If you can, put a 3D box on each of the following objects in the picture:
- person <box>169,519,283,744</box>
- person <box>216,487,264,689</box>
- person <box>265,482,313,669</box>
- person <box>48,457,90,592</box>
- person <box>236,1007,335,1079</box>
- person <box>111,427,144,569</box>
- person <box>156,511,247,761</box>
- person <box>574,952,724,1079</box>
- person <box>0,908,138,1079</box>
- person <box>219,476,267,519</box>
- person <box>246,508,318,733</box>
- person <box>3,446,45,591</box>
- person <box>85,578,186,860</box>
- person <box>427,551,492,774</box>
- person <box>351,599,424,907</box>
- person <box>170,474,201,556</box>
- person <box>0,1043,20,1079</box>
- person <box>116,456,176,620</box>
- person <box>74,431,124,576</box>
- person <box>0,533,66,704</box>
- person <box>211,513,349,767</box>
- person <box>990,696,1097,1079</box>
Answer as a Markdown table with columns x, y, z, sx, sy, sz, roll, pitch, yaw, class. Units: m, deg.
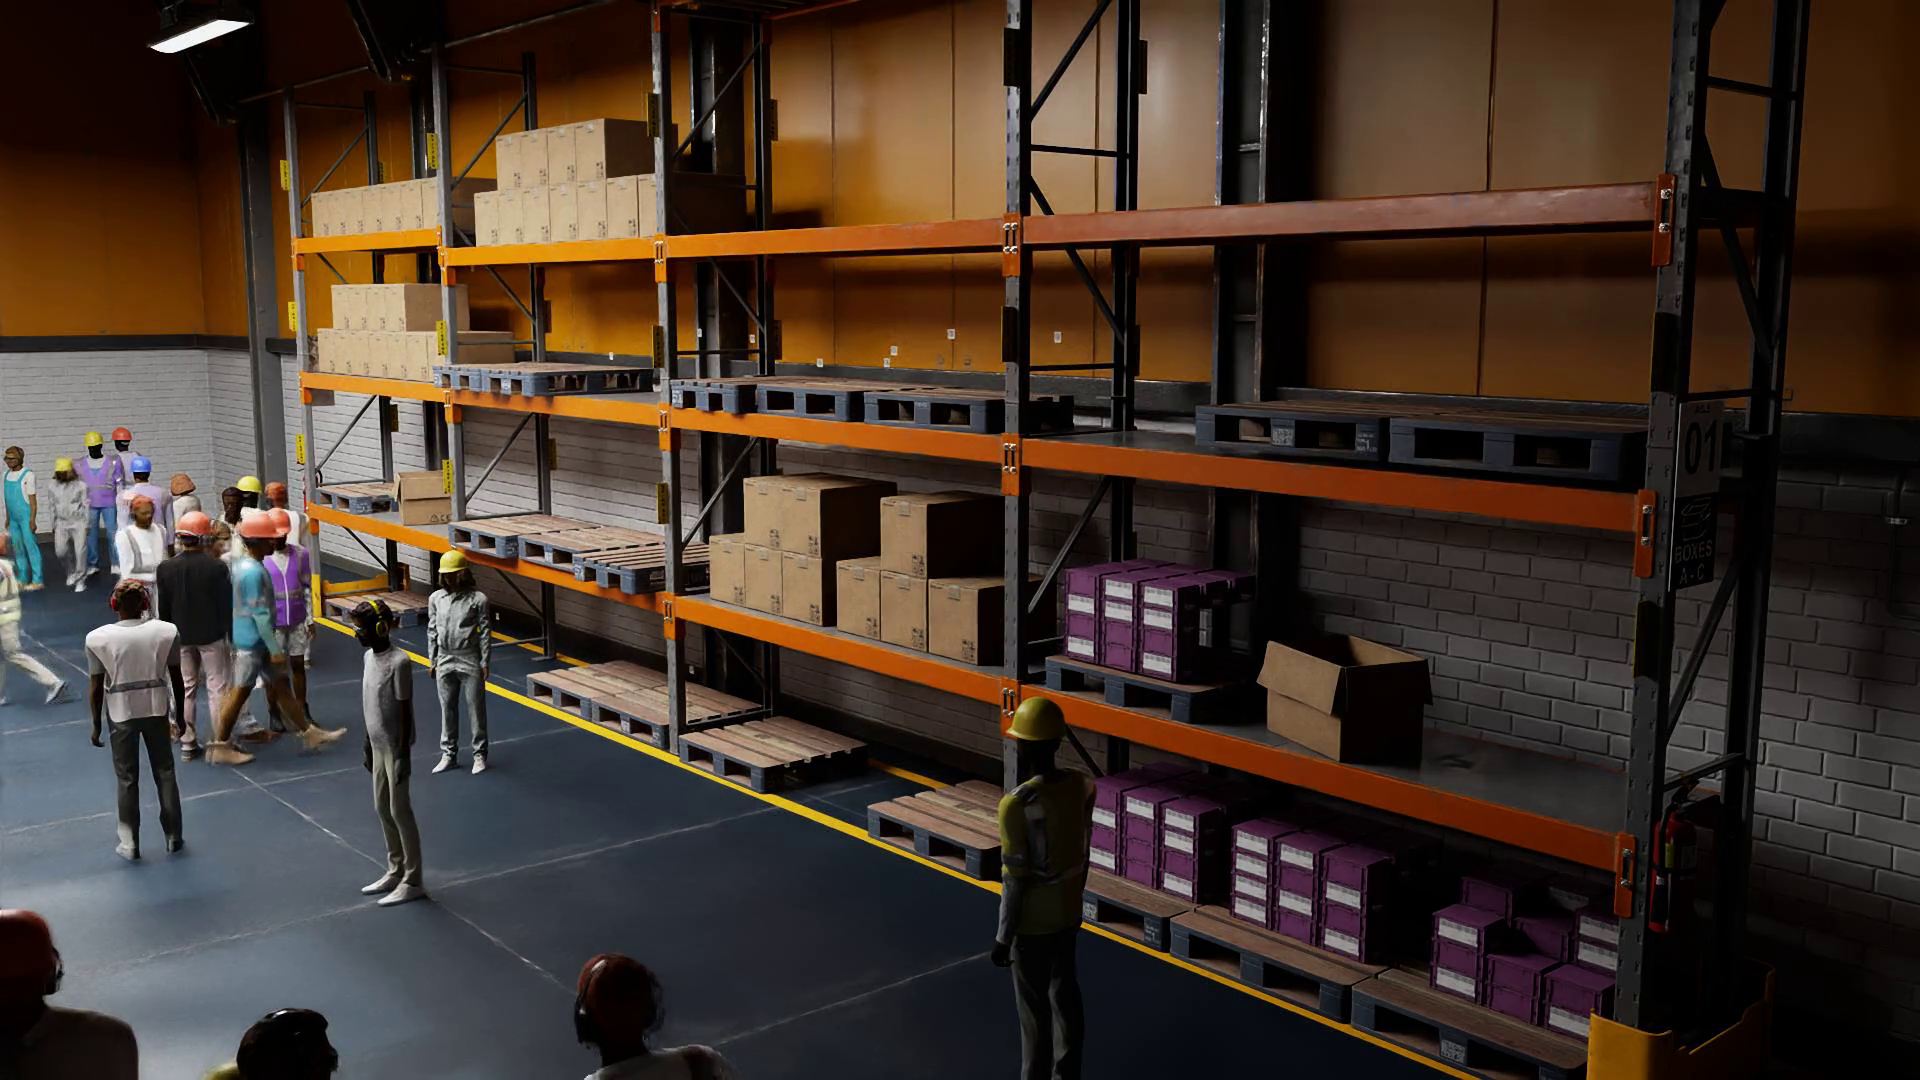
| x | y | z | sx | sy | sz | roll | pitch | yaw | class |
| --- | --- | --- | --- | --- | --- | --- | --- | --- | --- |
| -6.187 | 0.756 | 13.670 | 1.043 | 1.885 | 0.631 | -1 | 8 | -5 | person |
| -6.785 | 0.451 | 15.624 | 0.593 | 1.922 | 0.391 | -2 | 8 | -13 | person |
| -6.679 | 0.361 | 16.422 | 0.585 | 1.875 | 0.383 | -8 | 11 | -42 | person |
| -11.135 | -0.199 | 20.838 | 0.495 | 1.722 | 0.473 | -1 | 8 | -10 | person |
| -1.715 | 2.112 | 4.345 | 0.508 | 1.846 | 0.345 | 4 | 9 | 28 | person |
| -11.340 | -0.564 | 22.625 | 0.357 | 1.938 | 0.542 | 4 | 9 | 23 | person |
| -6.013 | 0.766 | 13.175 | 0.611 | 1.996 | 0.378 | 0 | 8 | 3 | person |
| -0.877 | 2.066 | 4.617 | 0.565 | 1.859 | 0.770 | -5 | 10 | -33 | person |
| -2.626 | 1.990 | 4.715 | 0.620 | 1.985 | 0.408 | -3 | 9 | -22 | person |
| -7.052 | 0.322 | 16.573 | 0.610 | 1.905 | 0.441 | 1 | 8 | 8 | person |
| -5.727 | 0.679 | 14.053 | 0.550 | 1.923 | 0.391 | -7 | 11 | -42 | person |
| -11.816 | -0.268 | 20.937 | 0.501 | 1.839 | 0.341 | 4 | 9 | 23 | person |
| -5.379 | 1.169 | 10.898 | 0.572 | 1.843 | 0.373 | -6 | 10 | -35 | person |
| -3.861 | 0.944 | 12.816 | 0.494 | 1.743 | 0.305 | 1 | 8 | 5 | person |
| -3.495 | 1.279 | 10.119 | 0.523 | 1.856 | 0.348 | 8 | 11 | 44 | person |
| -9.076 | 0.036 | 19.552 | 0.285 | 1.629 | 0.503 | 1 | 8 | 6 | person |
| -2.885 | 1.967 | 4.673 | 0.695 | 2.000 | 0.537 | 1 | 8 | 9 | person |
| -8.964 | 0.049 | 18.324 | 0.396 | 1.945 | 0.617 | 8 | 11 | 43 | person |
| -11.441 | -0.486 | 22.118 | 0.594 | 1.924 | 0.382 | -2 | 8 | -14 | person |
| -8.501 | 0.709 | 14.905 | 0.751 | 1.610 | 0.516 | -4 | 9 | -27 | person |
| -5.424 | 0.782 | 13.085 | 1.060 | 1.983 | 0.628 | -3 | 9 | -20 | person |
| 0.355 | 1.639 | 7.346 | 0.362 | 1.928 | 0.587 | 7 | 11 | 40 | person |
